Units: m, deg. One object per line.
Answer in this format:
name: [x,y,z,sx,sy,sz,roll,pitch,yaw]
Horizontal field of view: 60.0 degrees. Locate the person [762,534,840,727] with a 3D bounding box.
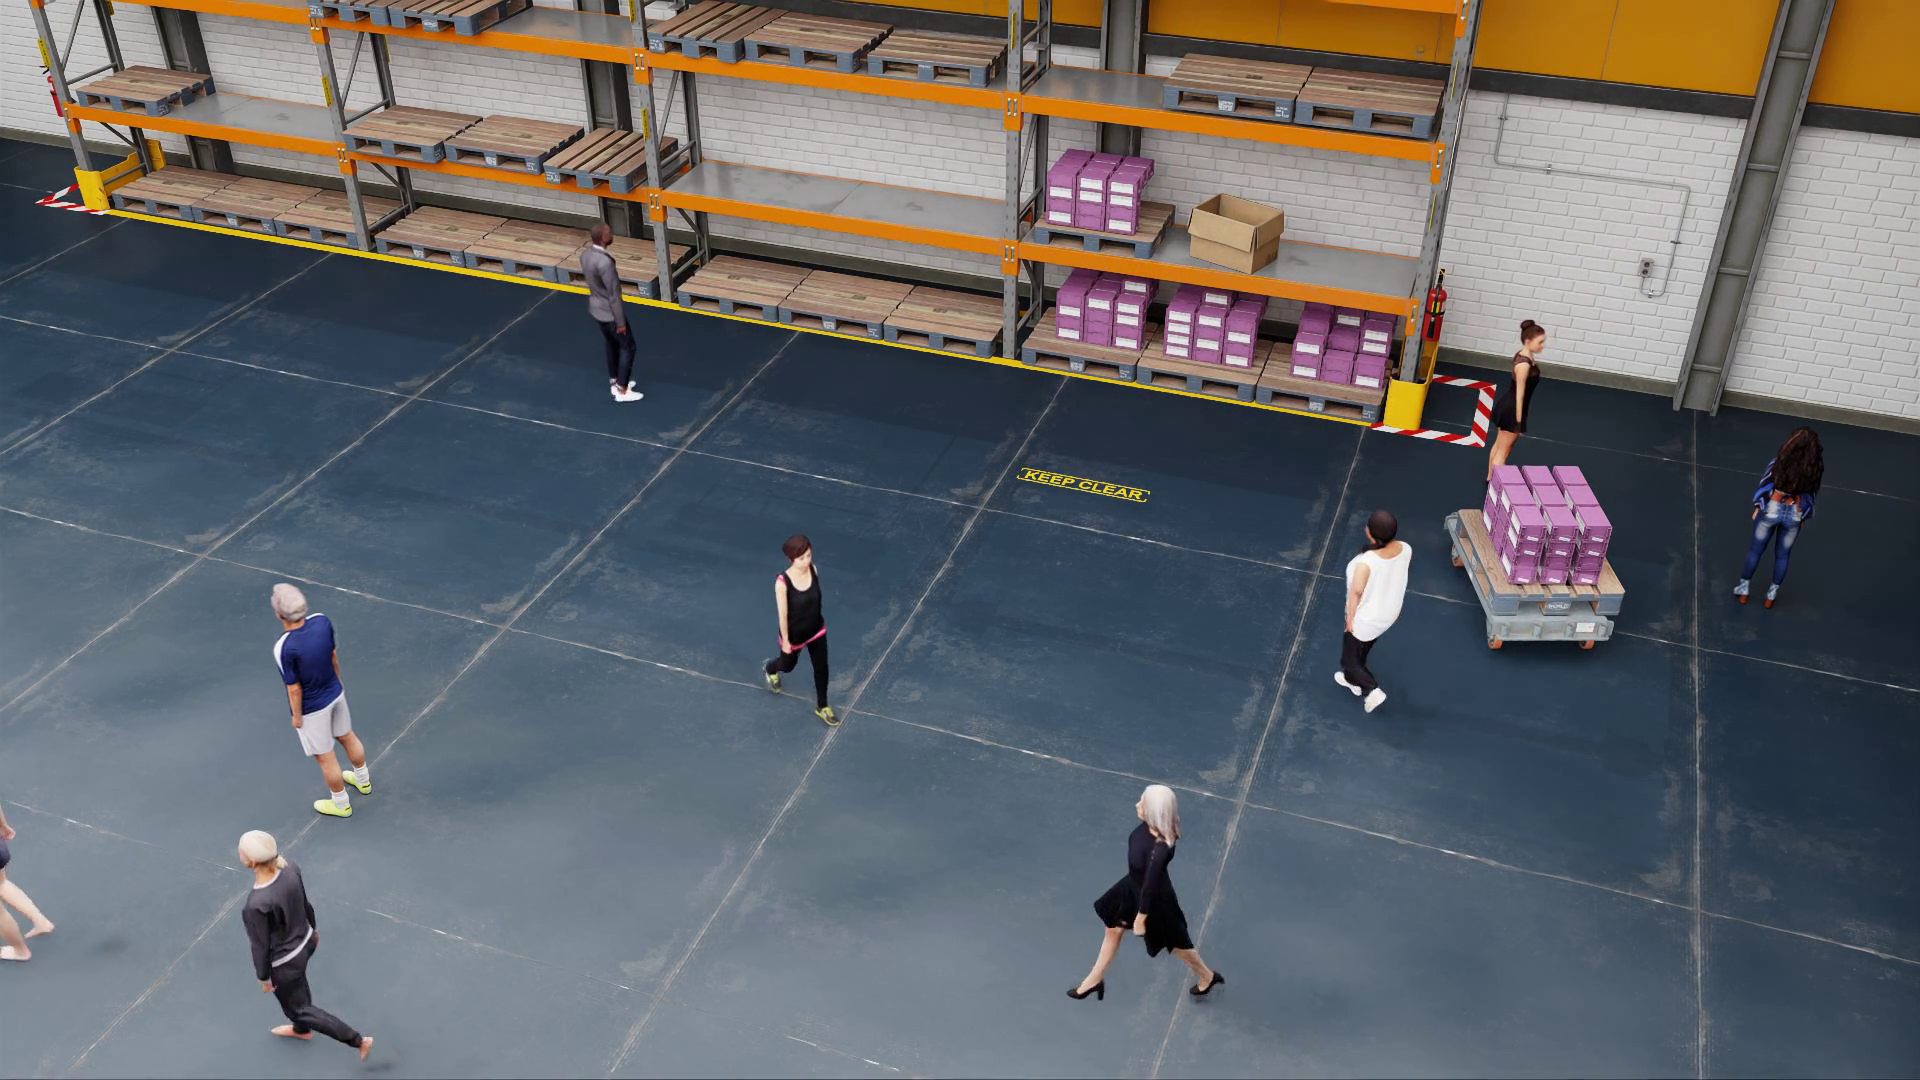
person: [-1.209,0.617,12.128,0.848,1.529,1.053,-26,42,-34]

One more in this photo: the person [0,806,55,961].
person: [-5.846,1.927,10.060,0.670,1.637,0.680,2,34,3]

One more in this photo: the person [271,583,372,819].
person: [-4.316,1.065,11.175,0.533,1.838,0.626,12,36,18]

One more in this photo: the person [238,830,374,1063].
person: [-3.730,2.326,9.399,1.018,1.705,0.711,6,34,10]

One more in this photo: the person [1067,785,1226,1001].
person: [1.194,2.129,9.705,1.245,1.694,0.854,1,34,1]

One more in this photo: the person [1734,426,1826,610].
person: [6.544,-0.191,13.262,0.470,1.619,0.655,11,35,16]

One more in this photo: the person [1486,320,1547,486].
person: [4.880,-1.153,14.655,0.563,1.679,0.574,10,35,15]

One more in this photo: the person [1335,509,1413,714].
person: [3.014,0.538,12.119,0.928,1.670,1.009,-18,38,-25]

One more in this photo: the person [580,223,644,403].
person: [-3.445,-2.183,16.086,0.943,1.812,0.835,-20,38,-27]
